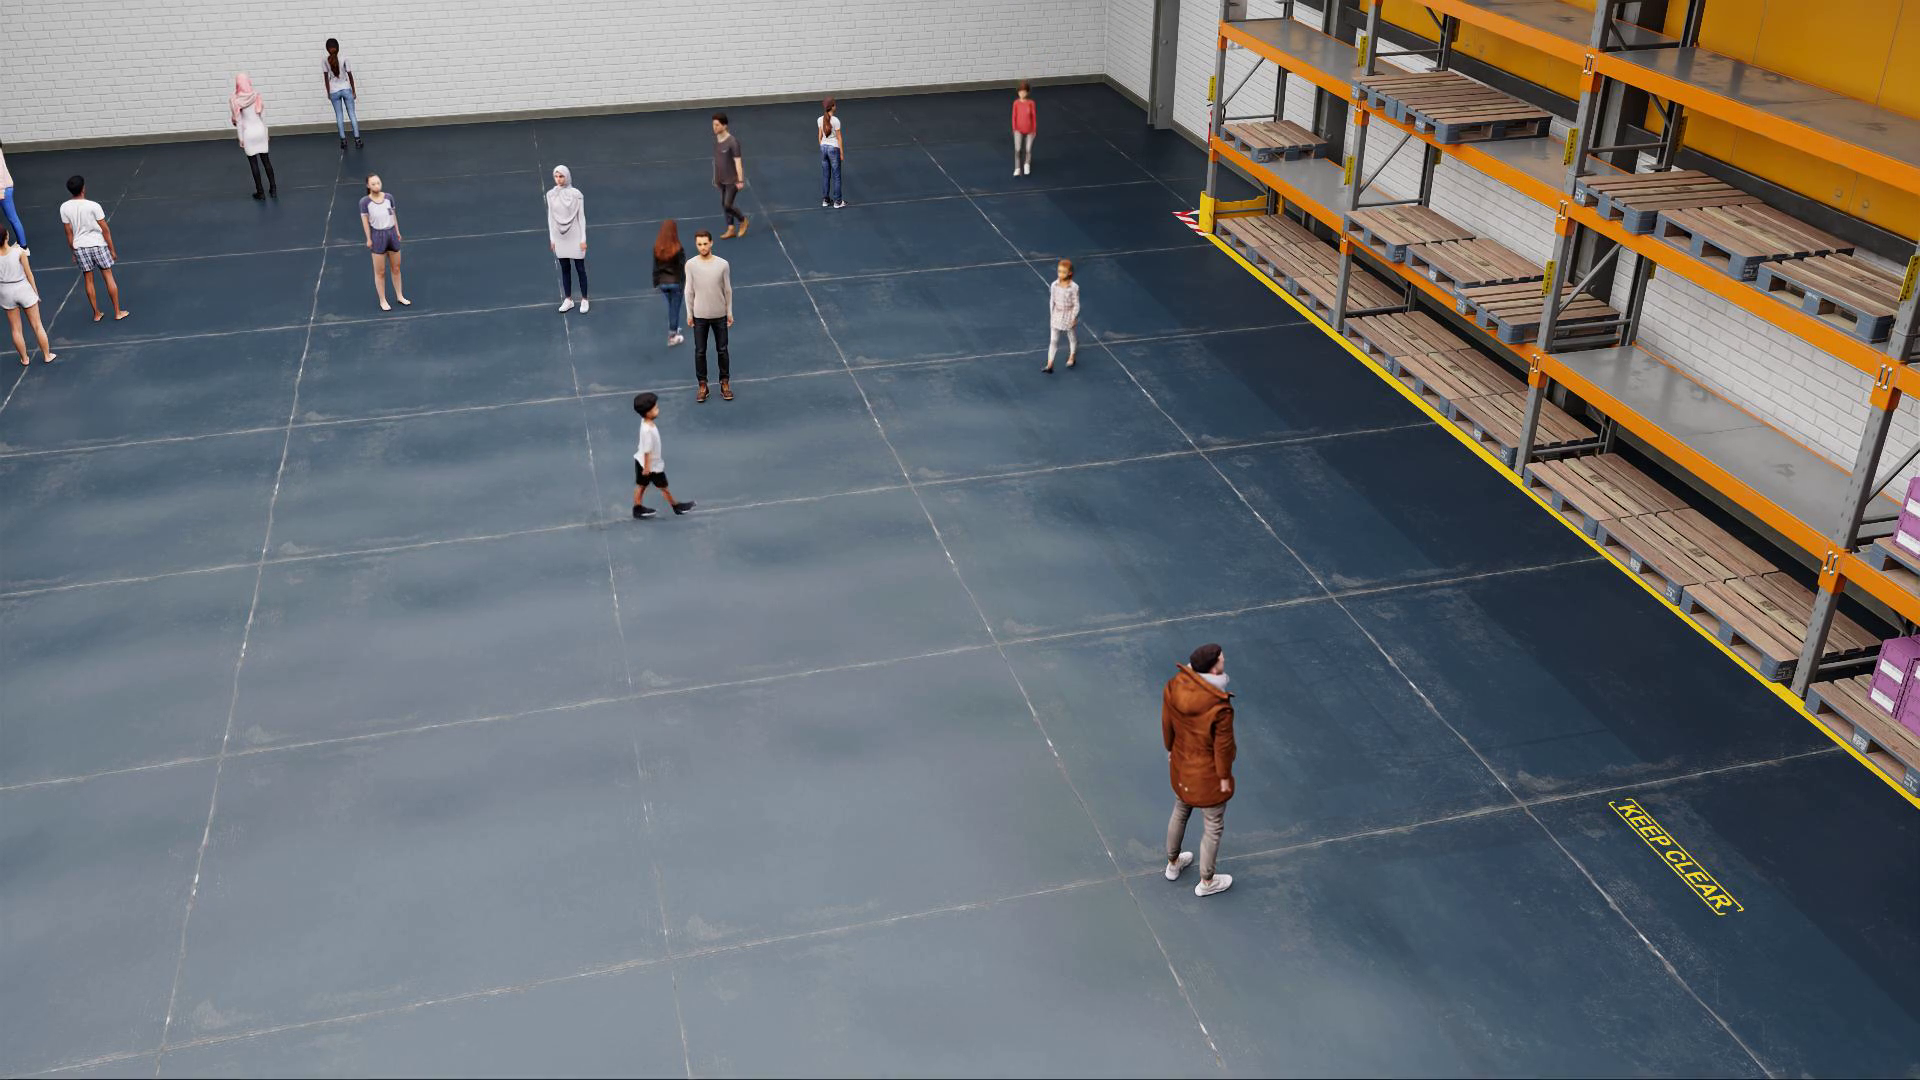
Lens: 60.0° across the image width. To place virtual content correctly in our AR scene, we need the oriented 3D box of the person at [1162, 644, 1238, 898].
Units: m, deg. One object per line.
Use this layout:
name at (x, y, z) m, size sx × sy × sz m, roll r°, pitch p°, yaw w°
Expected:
person at (1.531, 1.452, 10.601) m, size 0.895 × 1.839 × 0.805 m, roll -24°, pitch 36°, yaw -36°

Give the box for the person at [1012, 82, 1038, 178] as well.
person at (0.987, -6.196, 25.088) m, size 0.731 × 1.393 × 0.933 m, roll 3°, pitch 29°, yaw 5°

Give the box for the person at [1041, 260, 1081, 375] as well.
person at (1.201, -2.493, 18.419) m, size 0.865 × 1.277 × 0.945 m, roll 13°, pitch 31°, yaw 23°

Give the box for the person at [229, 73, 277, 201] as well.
person at (-10.183, -5.826, 23.979) m, size 0.761 × 1.804 × 0.735 m, roll 25°, pitch 37°, yaw 38°

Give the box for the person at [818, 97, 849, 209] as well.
person at (-1.840, -5.540, 23.707) m, size 0.624 × 1.563 × 0.681 m, roll 15°, pitch 32°, yaw 25°

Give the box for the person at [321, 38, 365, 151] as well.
person at (-9.819, -7.085, 26.377) m, size 0.584 × 1.719 × 0.501 m, roll -8°, pitch 30°, yaw -15°

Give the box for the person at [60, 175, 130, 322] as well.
person at (-10.299, -3.452, 19.704) m, size 0.669 × 1.731 × 0.565 m, roll -4°, pitch 29°, yaw -7°

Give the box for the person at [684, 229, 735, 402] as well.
person at (-2.652, -2.394, 17.622) m, size 0.661 × 1.868 × 0.584 m, roll -5°, pitch 29°, yaw -9°

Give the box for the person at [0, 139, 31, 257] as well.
person at (-12.507, -4.587, 21.744) m, size 0.762 × 1.770 × 0.592 m, roll -17°, pitch 33°, yaw -28°

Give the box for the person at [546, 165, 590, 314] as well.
person at (-4.691, -3.616, 19.958) m, size 0.676 × 1.776 × 0.649 m, roll 3°, pitch 29°, yaw 6°

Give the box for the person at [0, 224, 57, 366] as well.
person at (-10.506, -2.736, 18.519) m, size 0.582 × 1.608 × 0.532 m, roll -10°, pitch 30°, yaw -18°

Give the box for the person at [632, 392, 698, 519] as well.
person at (-2.917, -0.745, 15.260) m, size 0.552 × 1.233 × 0.733 m, roll -8°, pitch 30°, yaw -14°

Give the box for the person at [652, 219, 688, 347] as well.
person at (-3.330, -2.919, 19.002) m, size 0.751 × 1.468 × 0.816 m, roll 9°, pitch 30°, yaw 17°

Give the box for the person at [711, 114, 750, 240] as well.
person at (-3.072, -4.911, 22.404) m, size 0.815 × 1.707 × 0.740 m, roll -25°, pitch 37°, yaw -37°

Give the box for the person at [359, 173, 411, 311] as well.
person at (-6.976, -3.623, 20.100) m, size 0.685 × 1.651 × 0.673 m, roll 25°, pitch 37°, yaw 38°
